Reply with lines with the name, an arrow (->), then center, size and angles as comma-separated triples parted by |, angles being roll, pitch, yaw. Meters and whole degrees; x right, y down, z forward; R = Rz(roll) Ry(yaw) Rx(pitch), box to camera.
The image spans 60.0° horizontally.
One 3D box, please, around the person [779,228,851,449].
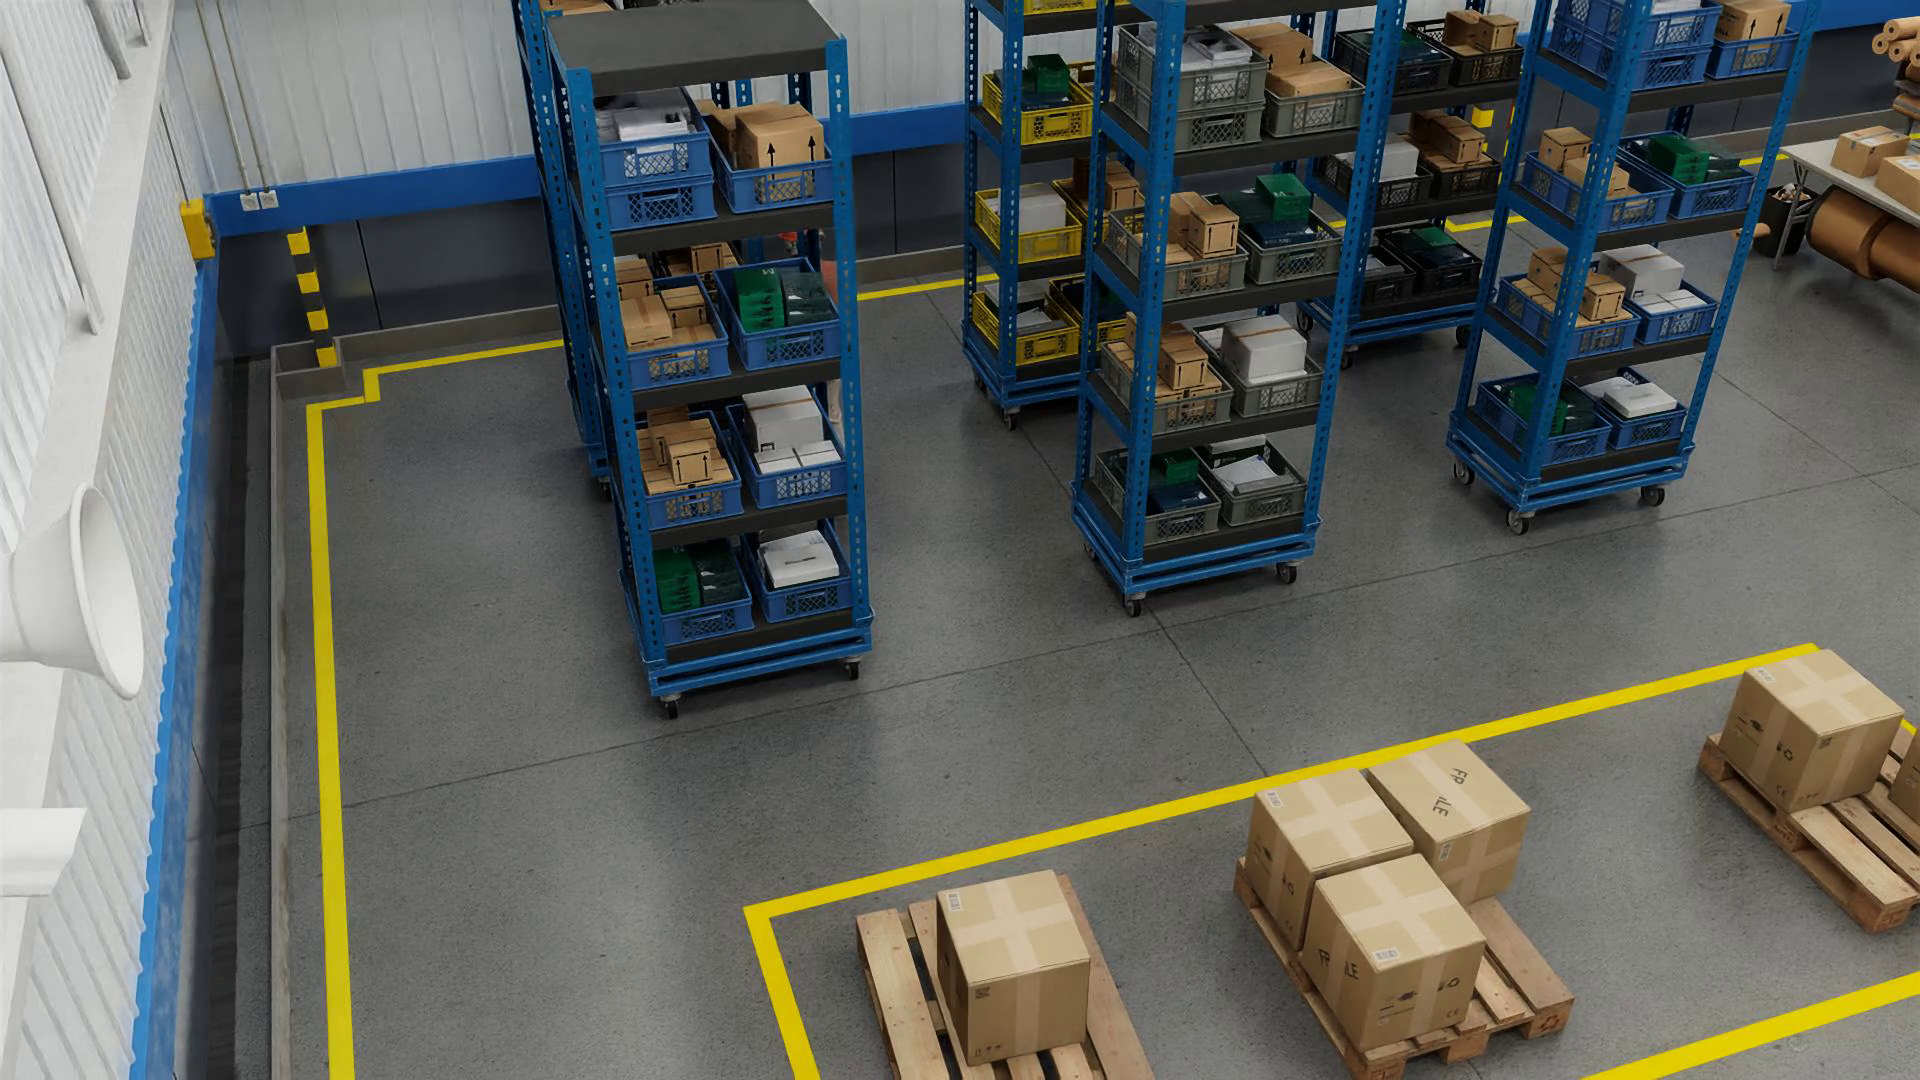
person -> -0.909, -1.074, 10.084 | 0.628, 1.981, 0.410 | -29, 44, -35
